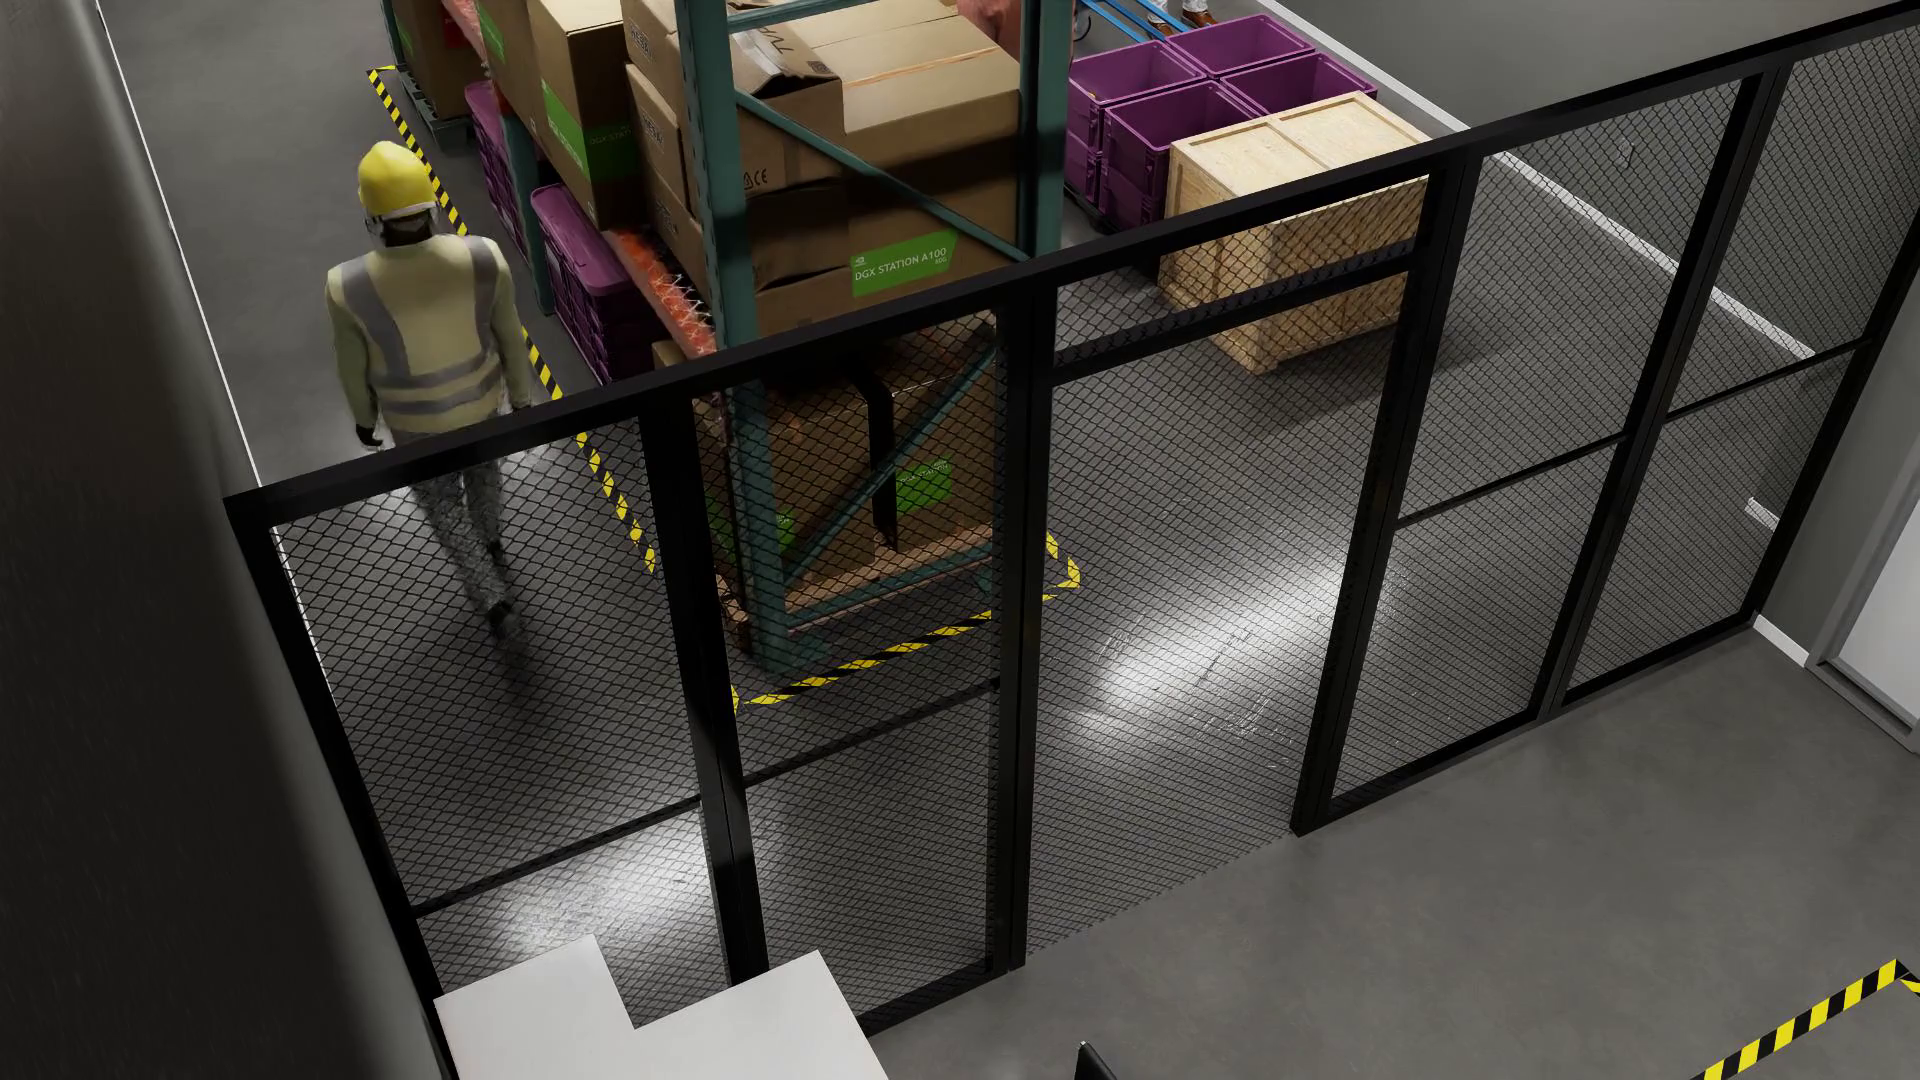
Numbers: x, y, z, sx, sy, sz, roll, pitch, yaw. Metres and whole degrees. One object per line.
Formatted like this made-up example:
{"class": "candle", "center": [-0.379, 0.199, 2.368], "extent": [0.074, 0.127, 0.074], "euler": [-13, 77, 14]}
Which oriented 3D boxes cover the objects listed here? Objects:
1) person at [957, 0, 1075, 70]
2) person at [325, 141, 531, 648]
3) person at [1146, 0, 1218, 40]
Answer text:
{"class": "person", "center": [0.209, -1.819, 6.892], "extent": [0.622, 1.995, 0.382], "euler": [-31, 51, -30]}
{"class": "person", "center": [-1.712, -0.466, 5.556], "extent": [0.592, 1.809, 0.829], "euler": [-26, 48, -25]}
{"class": "person", "center": [1.277, -3.629, 8.915], "extent": [0.629, 1.940, 0.373], "euler": [-22, 47, -22]}
